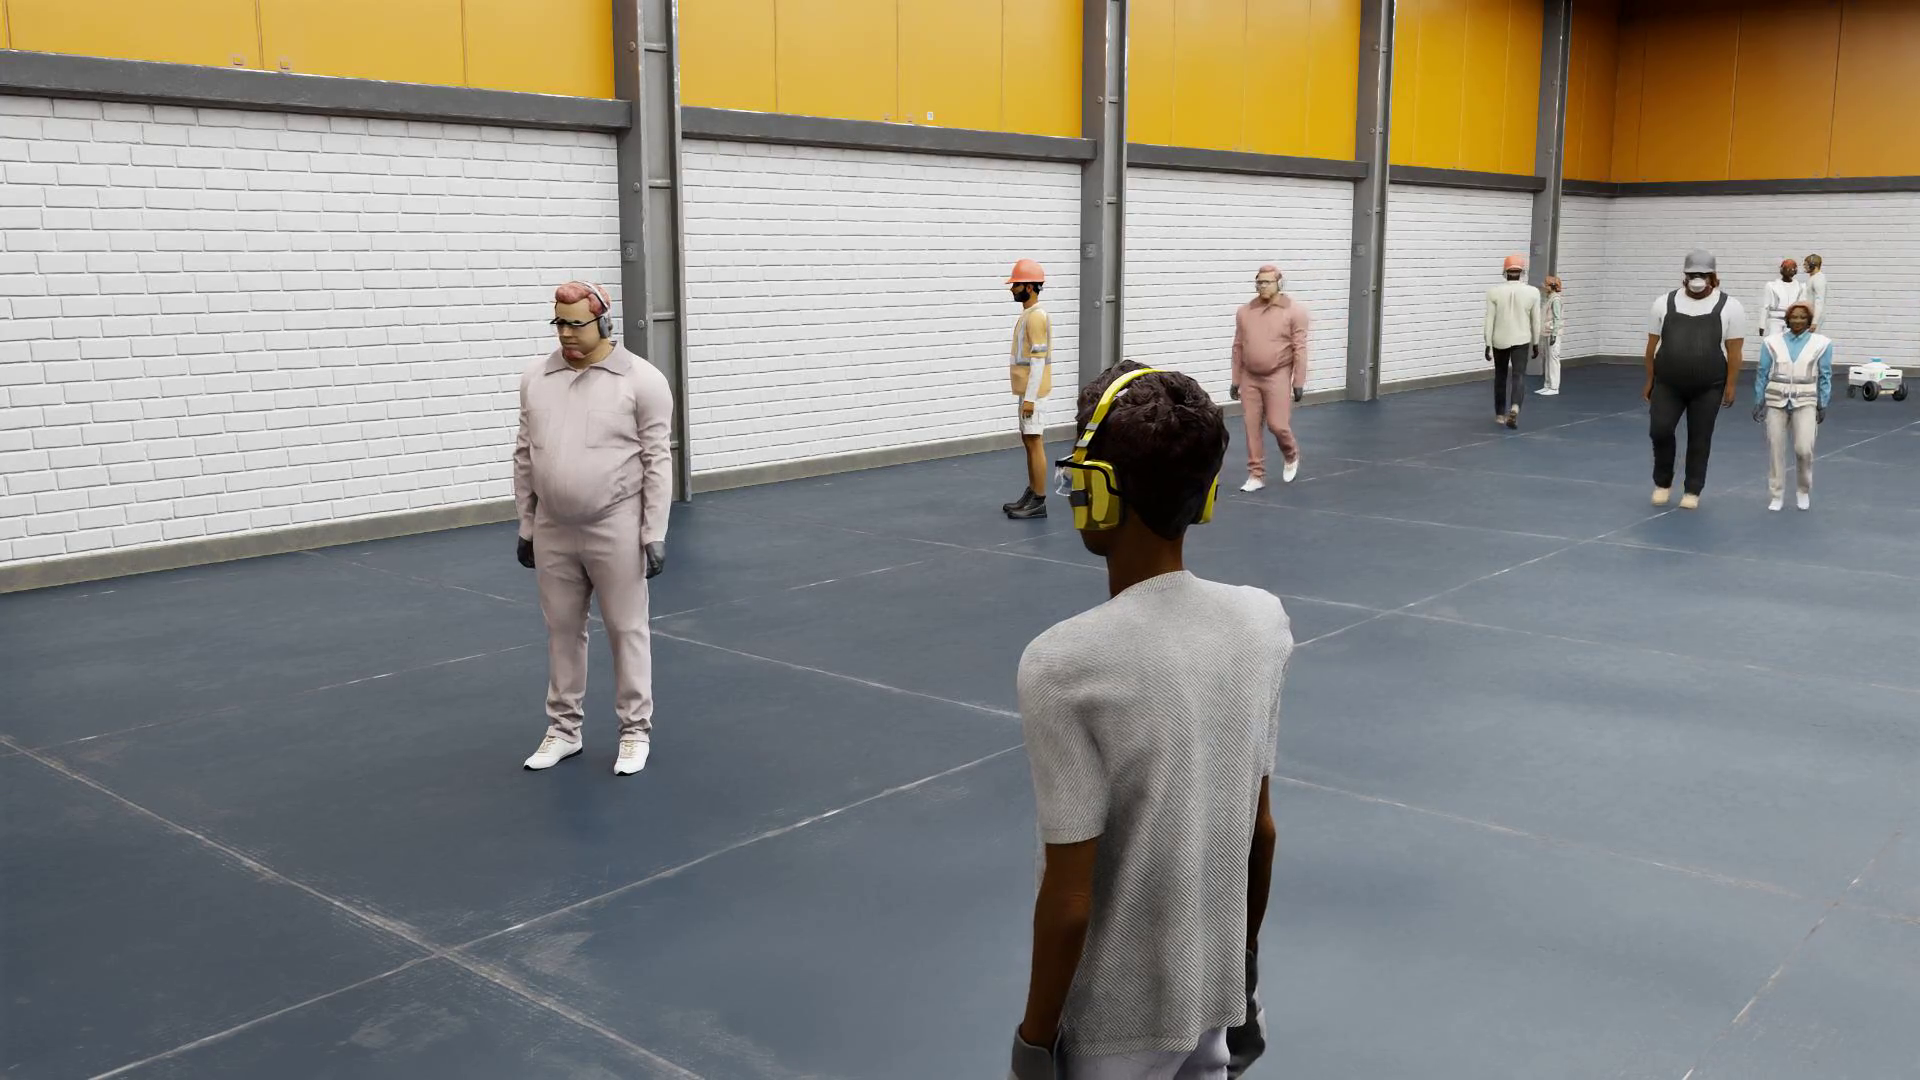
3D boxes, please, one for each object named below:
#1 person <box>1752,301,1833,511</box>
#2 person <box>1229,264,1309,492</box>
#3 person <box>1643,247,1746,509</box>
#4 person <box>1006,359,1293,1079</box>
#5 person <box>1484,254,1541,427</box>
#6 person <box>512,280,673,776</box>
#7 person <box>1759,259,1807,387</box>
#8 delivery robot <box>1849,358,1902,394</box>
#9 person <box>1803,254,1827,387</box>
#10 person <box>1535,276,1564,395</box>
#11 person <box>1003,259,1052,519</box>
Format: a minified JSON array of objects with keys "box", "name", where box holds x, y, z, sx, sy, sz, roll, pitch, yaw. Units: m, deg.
[{"box":[6.379,-1.018,12.779,0.522,1.626,0.381,6,12,32],"name":"person"},{"box":[2.581,-1.352,13.900,0.651,1.890,0.554,7,12,34],"name":"person"},{"box":[5.662,-1.247,12.880,0.704,2.000,0.561,5,11,29],"name":"person"},{"box":[0.246,0.682,2.384,0.531,1.870,0.316,-9,13,-41],"name":"person"},{"box":[6.286,-2.268,18.943,0.620,1.967,0.962,3,10,18],"name":"person"},{"box":[-1.428,-0.039,6.403,0.639,1.902,0.407,2,10,12],"name":"person"},{"box":[11.784,-3.079,23.808,0.593,1.866,0.510,1,10,3],"name":"person"},{"box":[12.233,-2.193,22.227,0.477,0.478,0.707,-1,10,-6],"name":"delivery robot"},{"box":[12.450,-3.202,24.313,0.371,1.935,0.629,3,10,18],"name":"person"},{"box":[8.155,-2.813,22.935,0.315,1.640,0.515,2,10,9],"name":"person"},{"box":[0.507,-1.125,12.479,0.354,1.939,0.544,-1,10,-3],"name":"person"}]
